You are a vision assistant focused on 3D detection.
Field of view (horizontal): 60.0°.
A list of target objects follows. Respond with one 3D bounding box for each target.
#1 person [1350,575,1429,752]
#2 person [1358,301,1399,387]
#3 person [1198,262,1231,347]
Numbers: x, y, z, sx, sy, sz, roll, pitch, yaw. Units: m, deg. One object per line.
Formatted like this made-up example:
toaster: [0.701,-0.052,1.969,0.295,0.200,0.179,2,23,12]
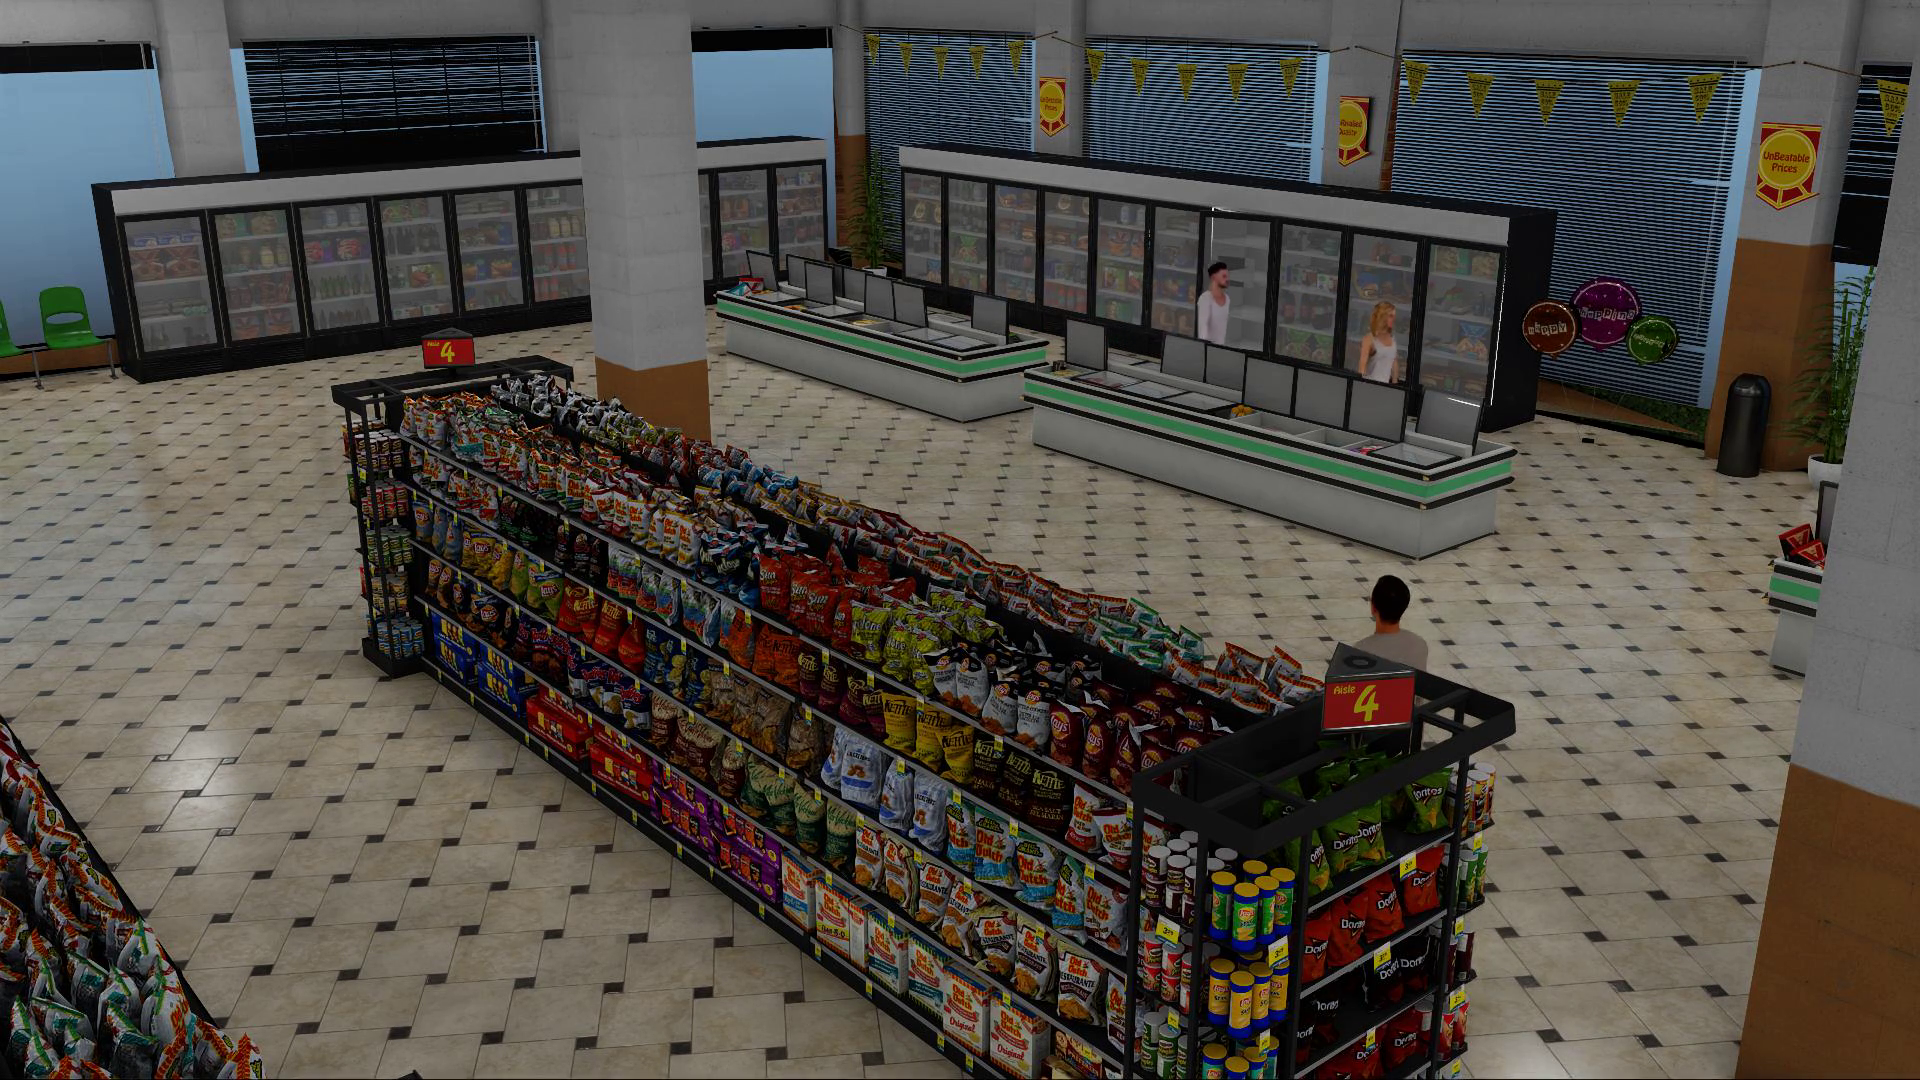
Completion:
person: [2.186,1.089,8.477,0.978,1.772,1.246,-5,19,-16]
person: [4.051,-1.548,16.480,0.586,1.656,0.576,-16,24,-39]
person: [2.613,-2.031,17.660,1.077,1.818,0.732,17,25,41]
